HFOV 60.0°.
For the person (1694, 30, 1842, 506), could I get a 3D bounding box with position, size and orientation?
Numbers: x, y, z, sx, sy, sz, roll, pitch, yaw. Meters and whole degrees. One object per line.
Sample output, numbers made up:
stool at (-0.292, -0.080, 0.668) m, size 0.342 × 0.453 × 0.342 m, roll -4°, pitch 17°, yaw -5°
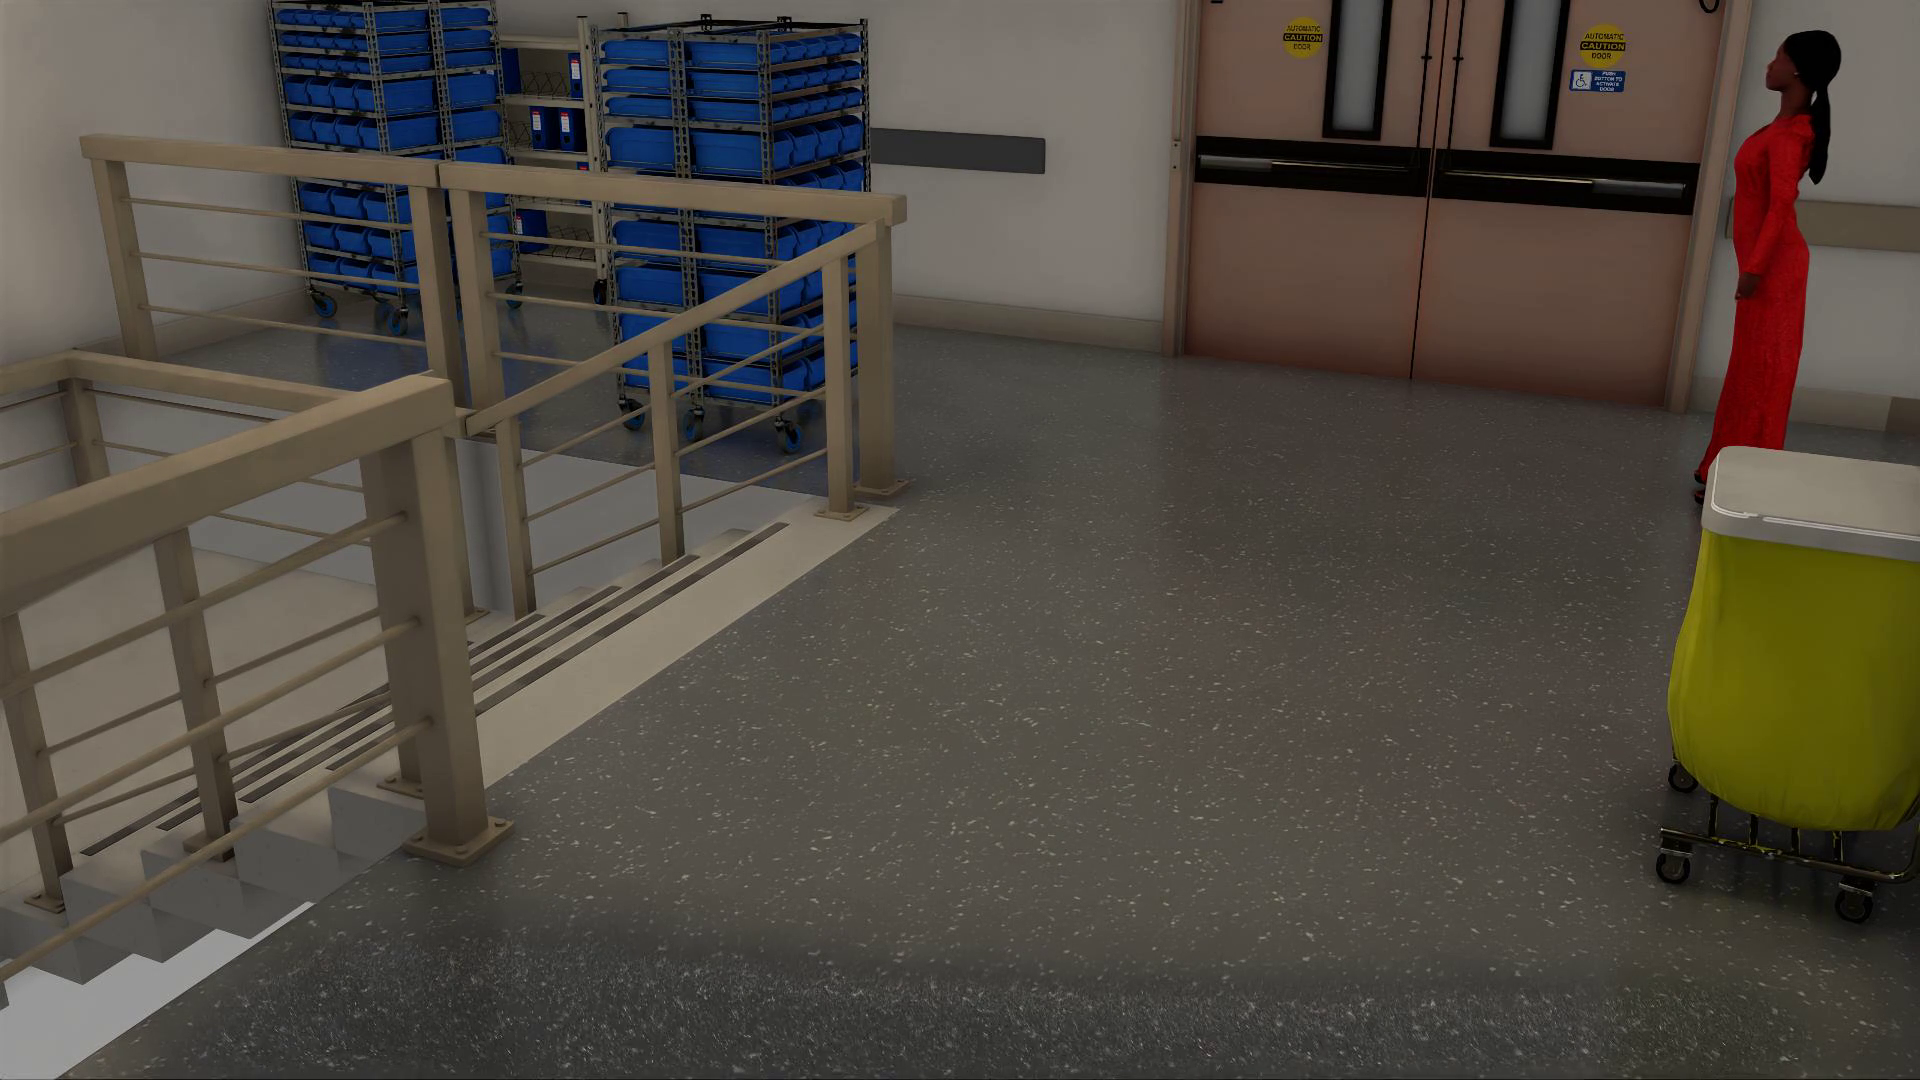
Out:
person at (3.045, -0.992, 6.259) m, size 0.576 × 1.783 × 0.613 m, roll 10°, pitch 23°, yaw 24°
